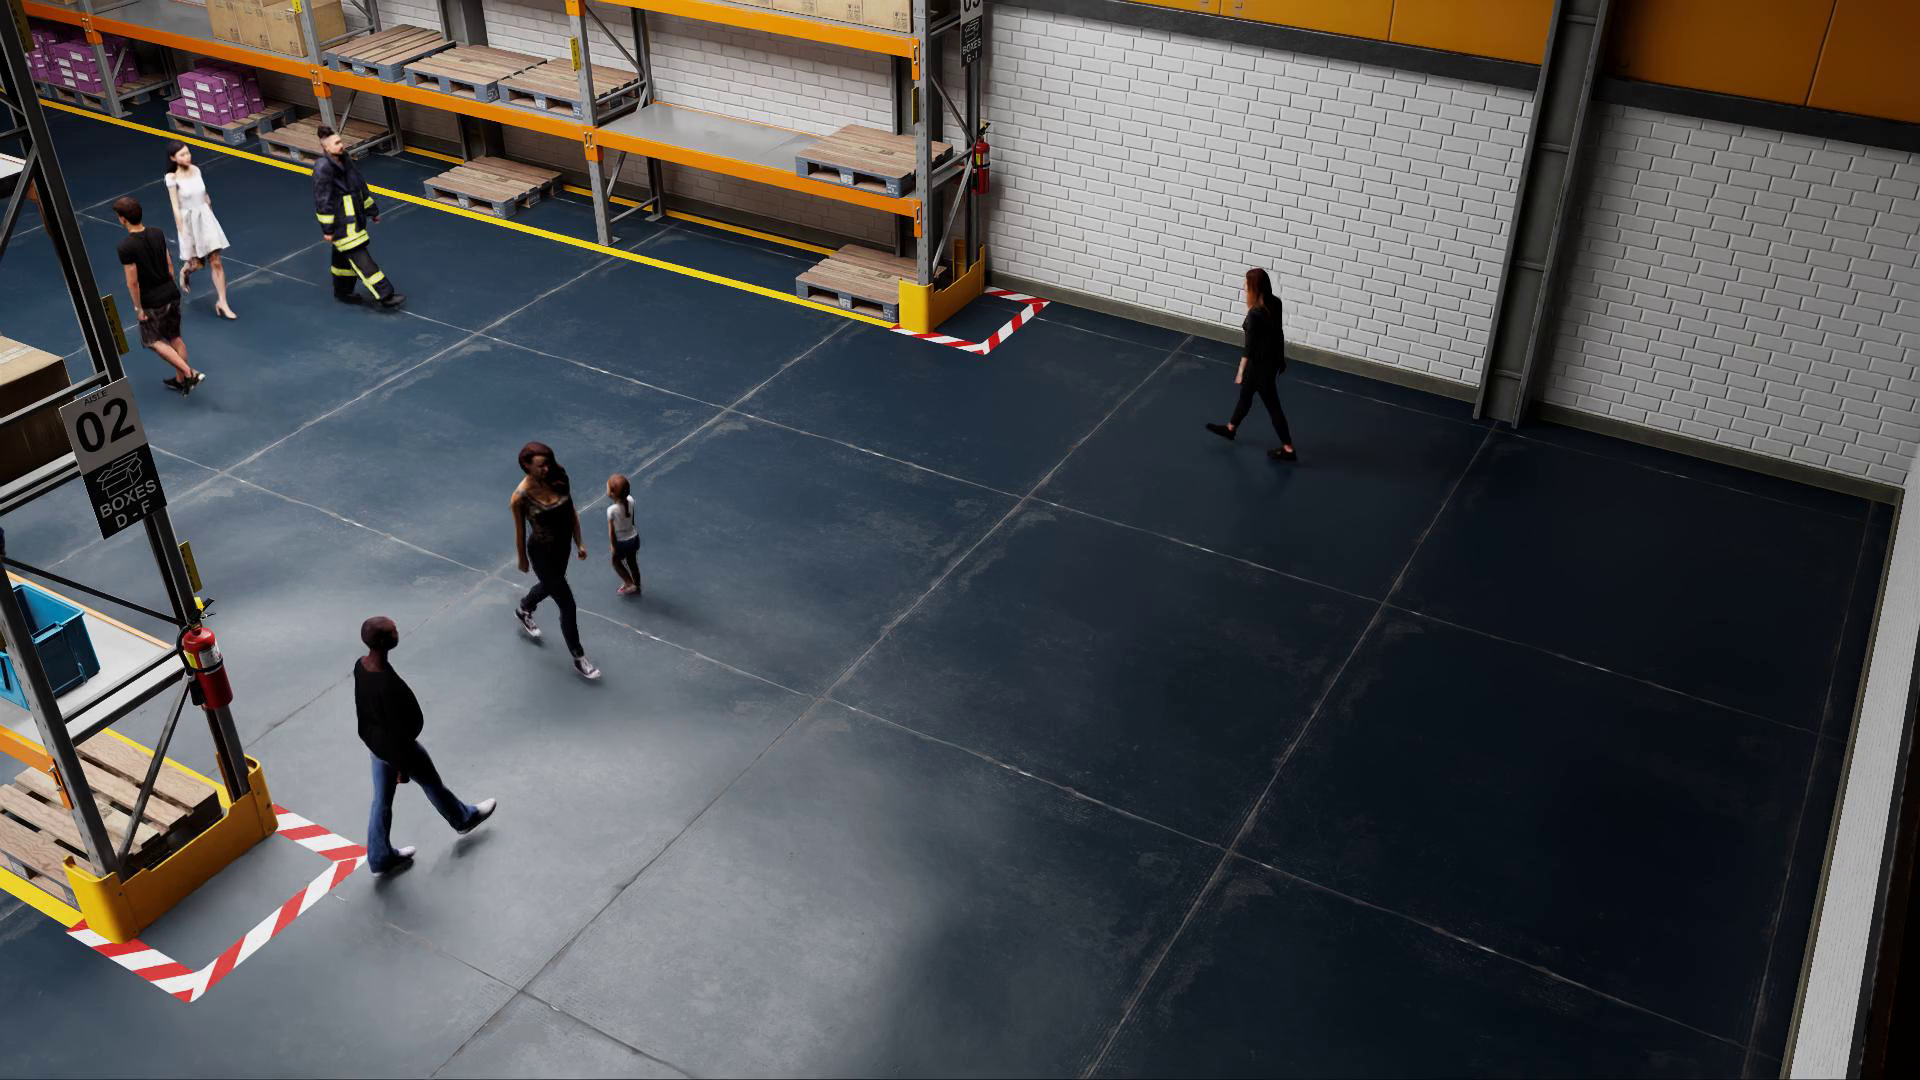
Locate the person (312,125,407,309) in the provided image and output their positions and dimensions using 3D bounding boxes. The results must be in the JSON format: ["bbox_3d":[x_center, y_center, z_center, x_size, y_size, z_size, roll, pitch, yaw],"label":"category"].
[{"bbox_3d":[-6.024,-3.112,16.092,1.220,1.823,1.005,6,34,9],"label":"person"}]

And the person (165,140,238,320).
[{"bbox_3d":[-7.363,-2.969,15.934,0.909,1.760,0.632,17,37,23],"label":"person"}]

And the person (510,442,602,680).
[{"bbox_3d":[-2.871,0.065,11.399,1.172,1.727,0.658,22,39,29],"label":"person"}]

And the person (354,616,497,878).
[{"bbox_3d":[-3.361,1.248,9.635,1.047,1.709,0.837,28,43,35],"label":"person"}]

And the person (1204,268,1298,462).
[{"bbox_3d":[2.593,-1.410,13.671,1.058,1.668,0.617,21,39,28],"label":"person"}]

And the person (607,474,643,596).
[{"bbox_3d":[-2.426,-0.012,12.159,0.418,1.013,0.438,20,38,27],"label":"person"}]

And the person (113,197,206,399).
[{"bbox_3d":[-6.945,-2.089,14.531,0.895,1.847,0.732,13,36,19],"label":"person"}]
